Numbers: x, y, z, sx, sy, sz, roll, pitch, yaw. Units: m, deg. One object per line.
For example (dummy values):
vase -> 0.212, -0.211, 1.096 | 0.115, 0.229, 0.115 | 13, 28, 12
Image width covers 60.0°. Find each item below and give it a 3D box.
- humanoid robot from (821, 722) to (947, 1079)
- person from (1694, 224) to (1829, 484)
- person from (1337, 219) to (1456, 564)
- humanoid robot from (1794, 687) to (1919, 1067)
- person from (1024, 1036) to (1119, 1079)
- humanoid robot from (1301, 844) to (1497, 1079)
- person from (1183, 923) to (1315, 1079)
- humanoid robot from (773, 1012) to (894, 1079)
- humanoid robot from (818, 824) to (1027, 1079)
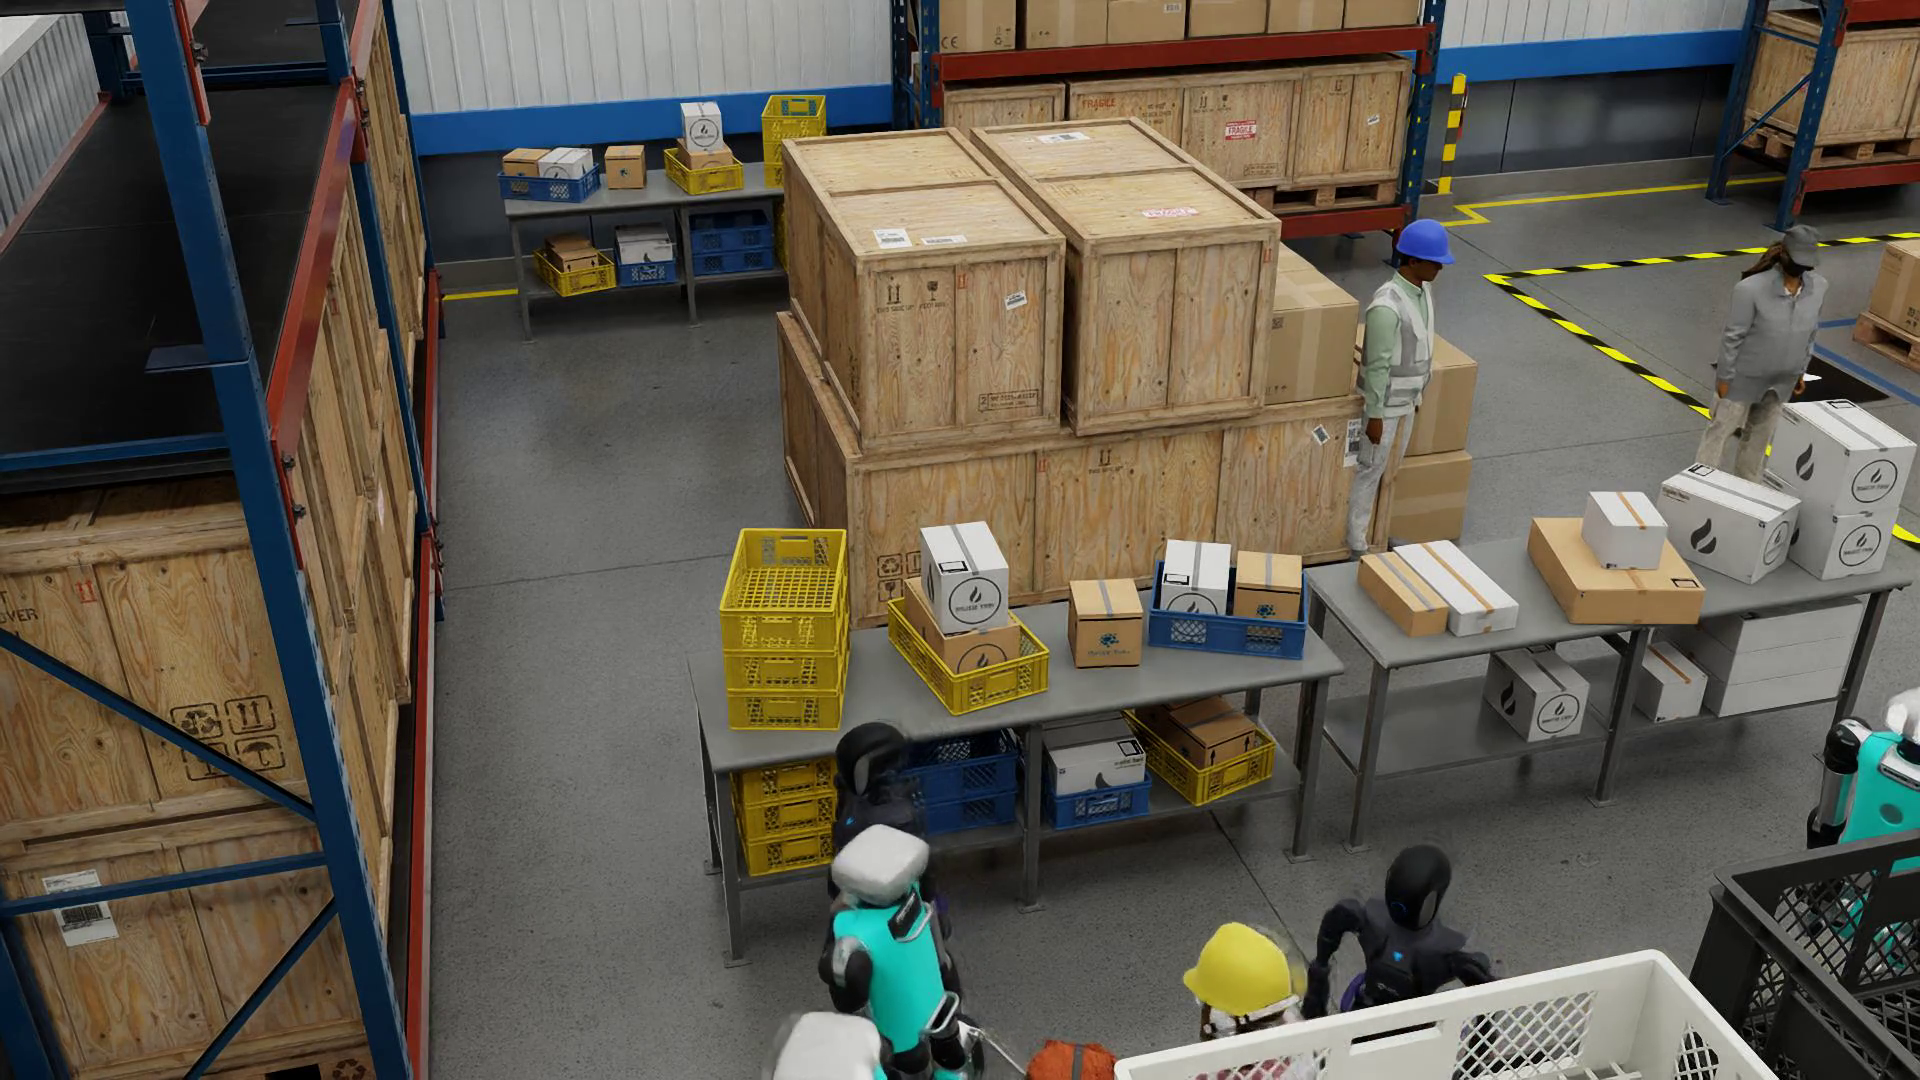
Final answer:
humanoid robot -> -0.239, 1.297, 5.304 | 0.327, 1.657, 0.600 | -18, 34, -29
person -> 4.440, -0.913, 9.223 | 0.564, 1.761, 0.407 | -5, 29, -9
person -> 2.282, -0.748, 8.748 | 0.411, 1.939, 0.602 | 19, 34, 31
humanoid robot -> 3.073, 1.149, 5.403 | 0.745, 1.684, 0.532 | -20, 34, -31
person -> 0.254, 1.910, 3.977 | 0.354, 1.883, 0.572 | 2, 29, 3
humanoid robot -> 1.266, 1.528, 4.890 | 0.591, 1.634, 0.577 | 17, 33, 28
person -> 0.715, 1.768, 4.348 | 0.859, 1.784, 0.592 | 10, 30, 18
humanoid robot -> -0.502, 1.878, 4.157 | 0.727, 1.758, 0.538 | 4, 29, 8
humanoid robot -> 0.048, 1.629, 4.648 | 0.806, 1.768, 0.560 | 12, 31, 20
